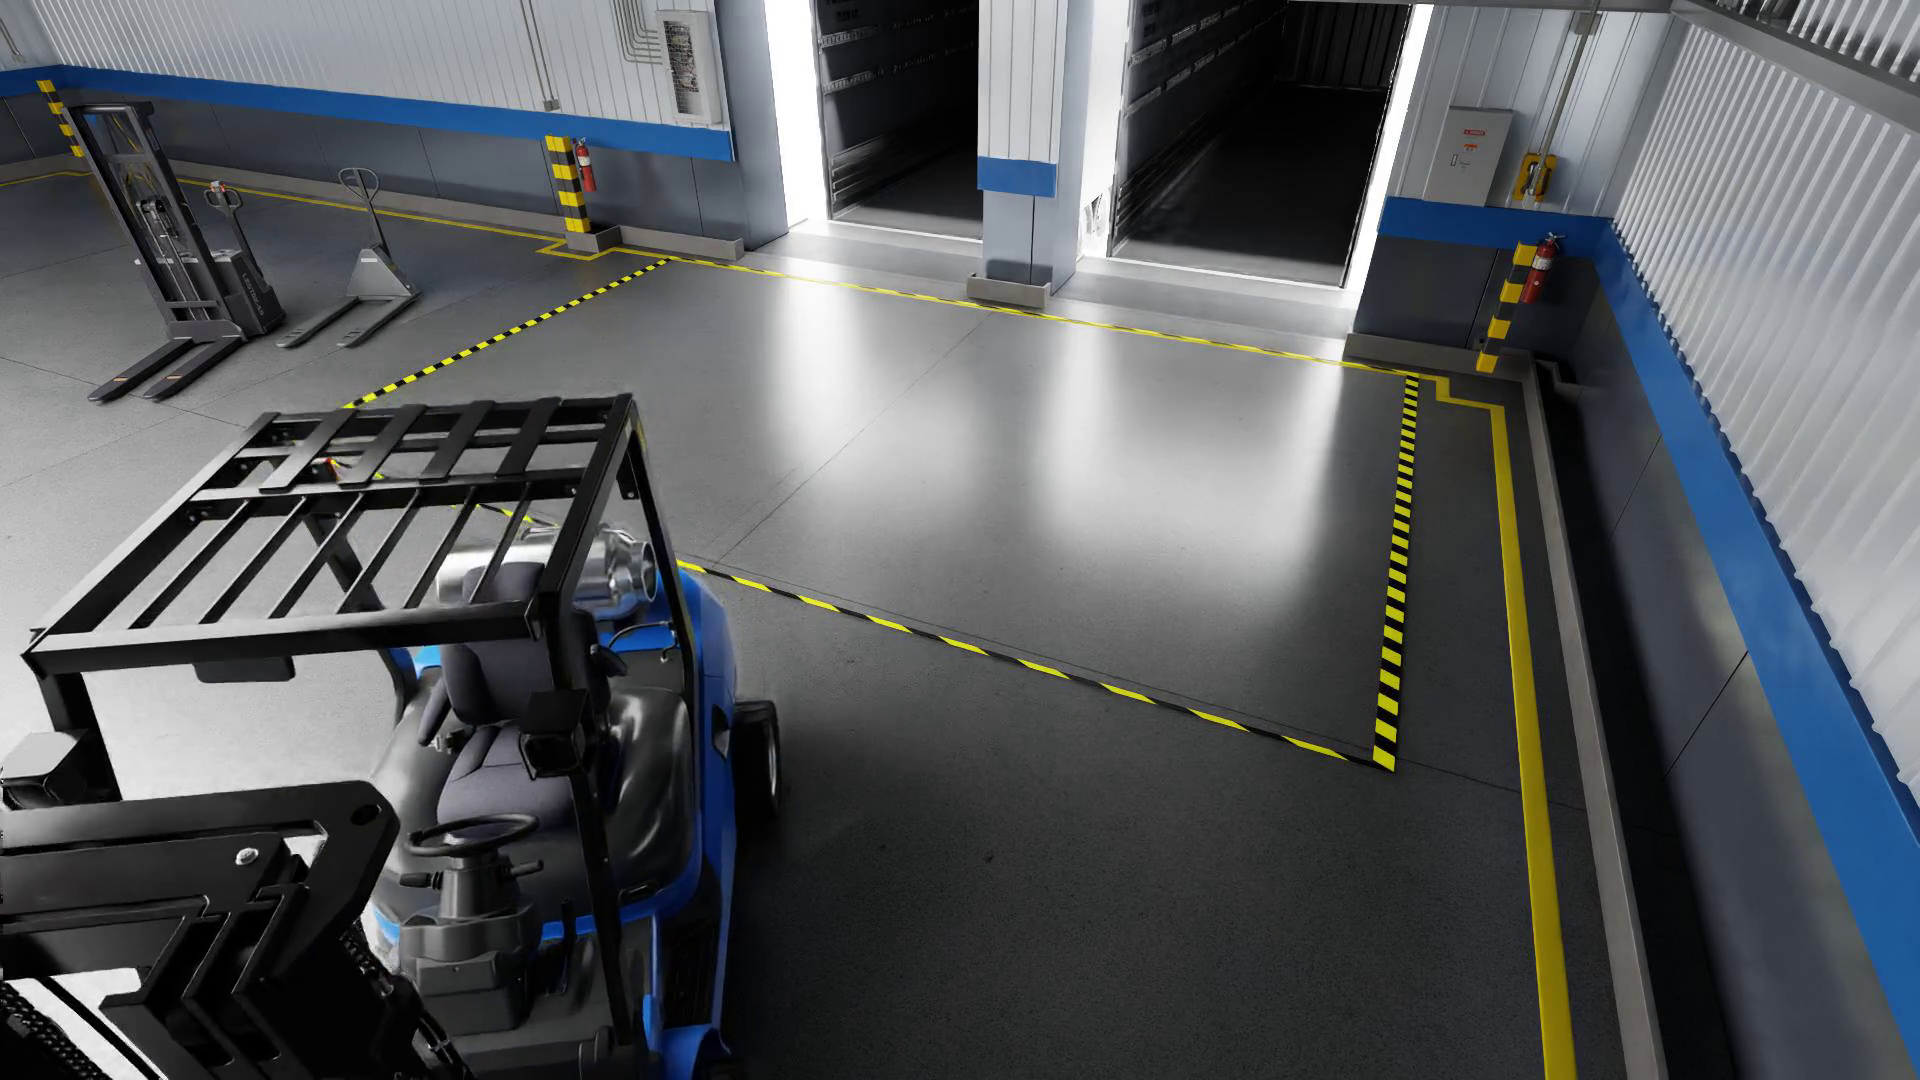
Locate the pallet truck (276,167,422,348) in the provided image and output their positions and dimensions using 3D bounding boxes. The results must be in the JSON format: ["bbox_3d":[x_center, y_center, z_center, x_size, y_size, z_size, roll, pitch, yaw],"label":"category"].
[{"bbox_3d":[-5.732,-2.611,8.414,0.680,1.201,1.601,-1,35,-1],"label":"pallet truck"}]

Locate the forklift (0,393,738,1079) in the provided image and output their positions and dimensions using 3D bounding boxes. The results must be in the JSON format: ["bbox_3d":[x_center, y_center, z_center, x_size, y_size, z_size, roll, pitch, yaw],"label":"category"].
[{"bbox_3d":[-1.363,0.739,2.652,1.157,2.036,2.680,-4,35,-6],"label":"forklift"}]

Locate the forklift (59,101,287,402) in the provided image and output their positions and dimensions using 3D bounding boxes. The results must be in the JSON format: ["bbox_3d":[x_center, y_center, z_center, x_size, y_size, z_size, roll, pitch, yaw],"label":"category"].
[{"bbox_3d":[-6.686,-2.387,7.434,0.823,1.965,1.885,-3,35,-5],"label":"forklift"}]
